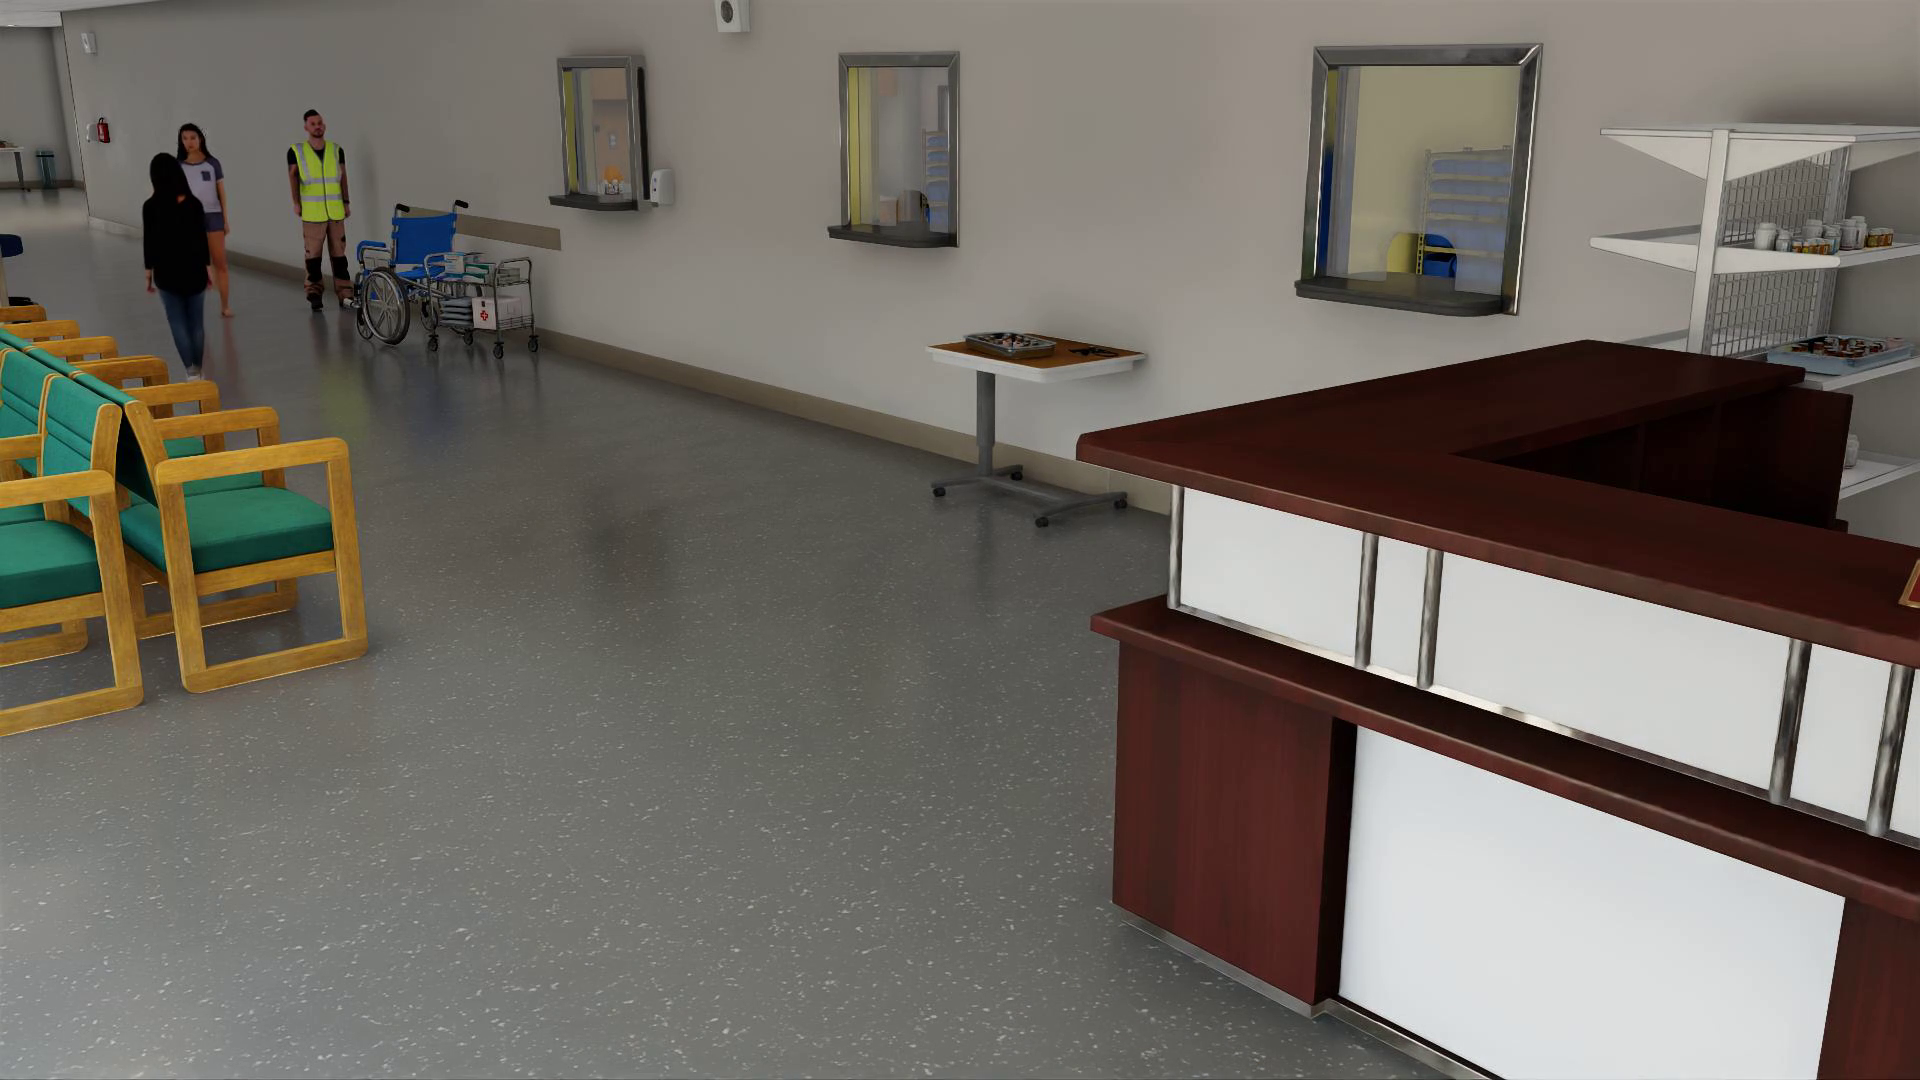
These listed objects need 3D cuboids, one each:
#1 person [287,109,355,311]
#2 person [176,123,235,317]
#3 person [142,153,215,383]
[{"bbox_3d":[-5.997,-3.109,15.650,0.631,1.847,0.738,-12,20,-37],"label":"person"},{"bbox_3d":[-6.870,-2.895,15.097,0.519,1.734,0.693,-8,18,-27],"label":"person"},{"bbox_3d":[-5.424,-1.846,11.575,0.863,1.626,0.699,-11,19,-34],"label":"person"}]
